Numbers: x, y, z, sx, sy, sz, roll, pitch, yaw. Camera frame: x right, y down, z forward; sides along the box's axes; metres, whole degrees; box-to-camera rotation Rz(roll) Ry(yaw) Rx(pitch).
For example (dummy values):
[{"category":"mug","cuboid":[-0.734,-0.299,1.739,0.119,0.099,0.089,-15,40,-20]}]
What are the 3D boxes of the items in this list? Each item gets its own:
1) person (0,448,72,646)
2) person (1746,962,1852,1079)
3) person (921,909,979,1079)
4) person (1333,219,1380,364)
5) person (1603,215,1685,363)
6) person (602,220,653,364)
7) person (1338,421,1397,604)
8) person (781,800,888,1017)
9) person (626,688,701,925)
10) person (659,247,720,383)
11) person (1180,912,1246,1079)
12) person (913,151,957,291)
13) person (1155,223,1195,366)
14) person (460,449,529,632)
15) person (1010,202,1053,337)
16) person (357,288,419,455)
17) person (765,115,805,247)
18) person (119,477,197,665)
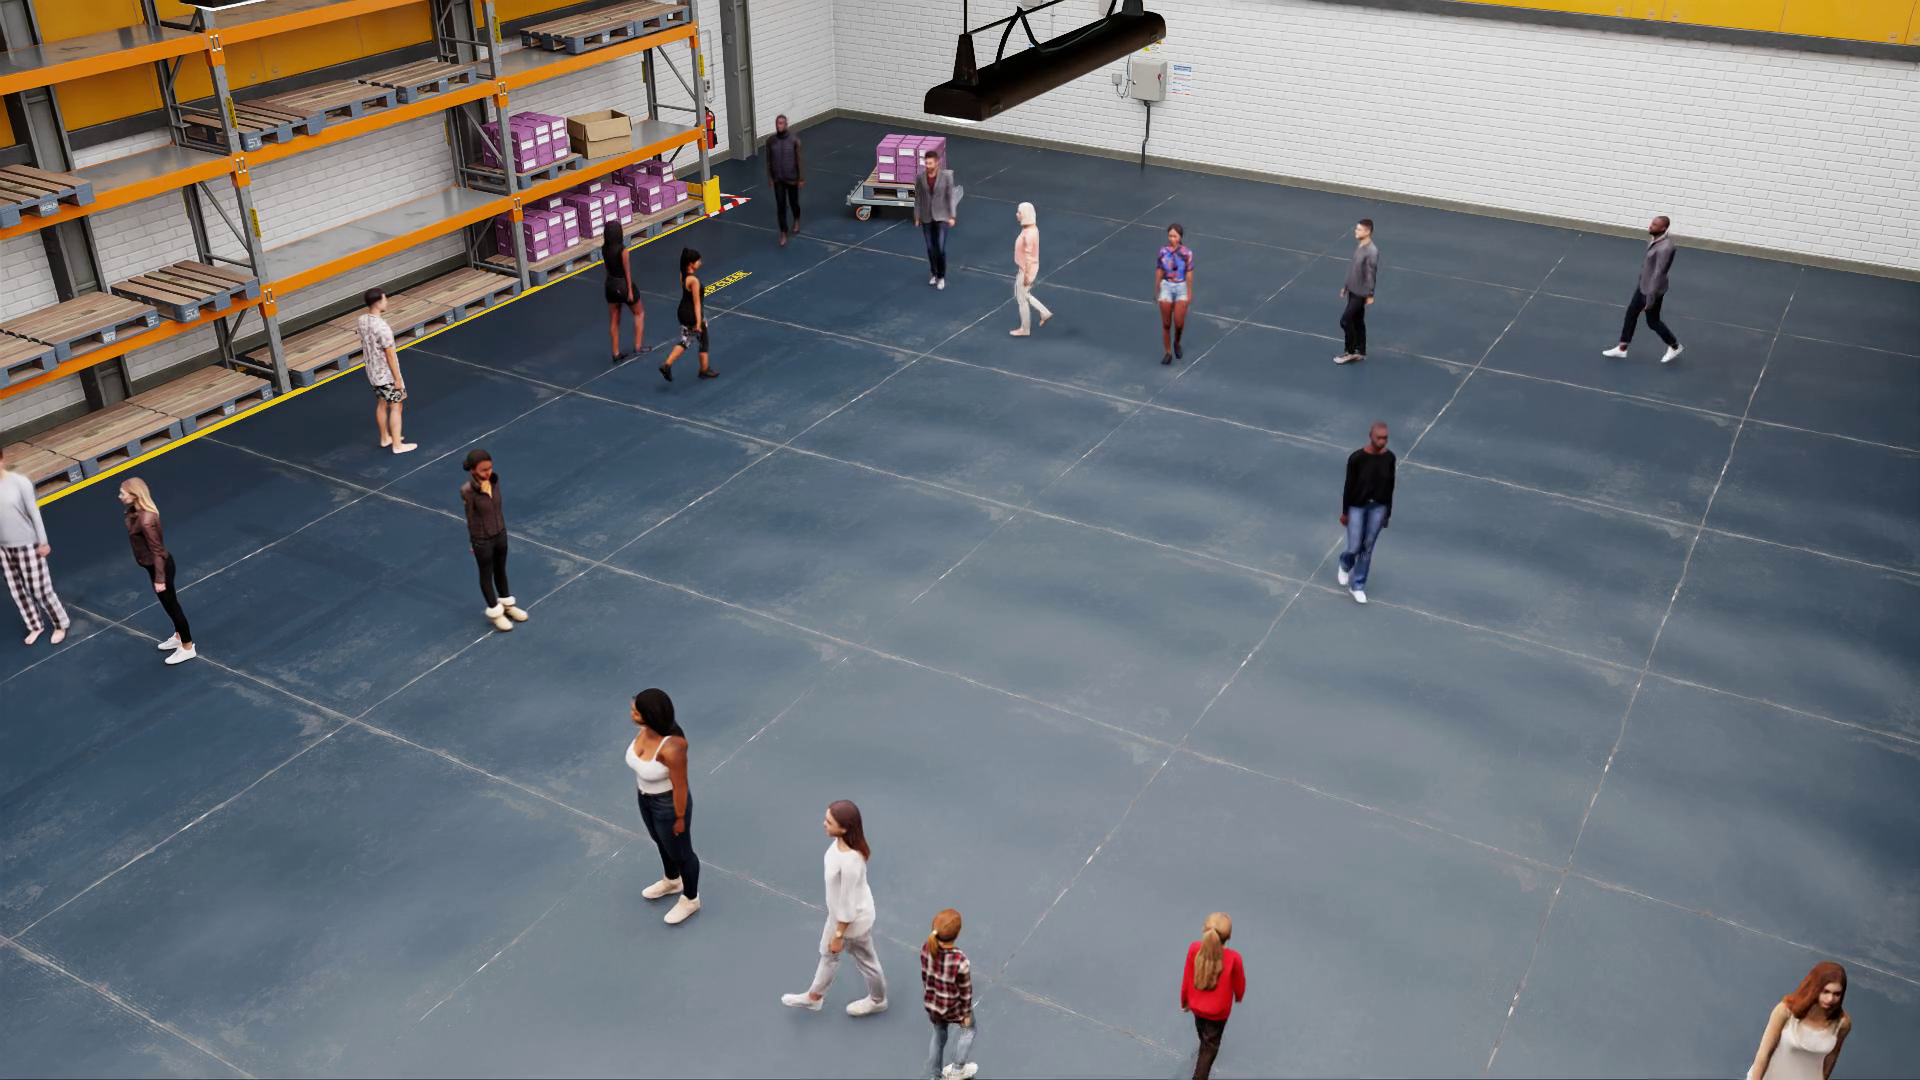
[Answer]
[{"category":"person","cuboid":[-8.082,0.001,14.262,0.778,1.842,0.808,-2,29,-3]},{"category":"person","cuboid":[4.515,2.906,9.115,0.627,1.671,1.165,12,31,21]},{"category":"person","cuboid":[-0.110,2.752,9.788,0.546,1.296,0.529,18,33,29]},{"category":"person","cuboid":[4.829,-2.954,19.778,0.841,1.747,0.777,-5,29,-9]},{"category":"person","cuboid":[8.307,-2.953,19.736,1.087,1.787,1.194,2,29,4]},{"category":"person","cuboid":[-4.090,-2.910,19.721,0.649,1.725,0.750,18,33,30]},{"category":"person","cuboid":[3.615,-0.303,14.925,0.797,1.741,0.869,-3,29,-5]},{"category":"person","cuboid":[-0.597,2.287,10.252,1.001,1.670,0.951,-6,29,-11]},{"category":"person","cuboid":[-1.952,1.737,11.116,0.746,1.808,0.732,-18,33,-30]},{"category":"person","cuboid":[-3.165,-2.564,19.166,1.073,1.648,0.846,-20,34,-32]},{"category":"person","cuboid":[1.447,2.786,9.780,0.492,1.246,0.877,17,33,28]},{"category":"person","cuboid":[-0.304,-4.296,22.132,0.789,1.849,0.803,8,30,15]},{"category":"person","cuboid":[2.558,-2.936,19.764,0.661,1.729,0.689,7,29,12]},{"category":"person","cuboid":[-4.119,-0.032,14.510,0.604,1.663,0.538,0,29,0]},{"category":"person","cuboid":[0.911,-3.328,20.502,0.854,1.711,0.825,1,29,1]},{"category":"person","cuboid":[-6.109,-1.789,17.577,0.704,1.811,0.619,21,35,34]},{"category":"person","cuboid":[-2.462,-5.166,23.771,1.004,1.806,1.245,3,29,5]},{"category":"person","cuboid":[-6.725,0.235,13.978,0.677,1.703,0.676,-16,32,-26]}]
